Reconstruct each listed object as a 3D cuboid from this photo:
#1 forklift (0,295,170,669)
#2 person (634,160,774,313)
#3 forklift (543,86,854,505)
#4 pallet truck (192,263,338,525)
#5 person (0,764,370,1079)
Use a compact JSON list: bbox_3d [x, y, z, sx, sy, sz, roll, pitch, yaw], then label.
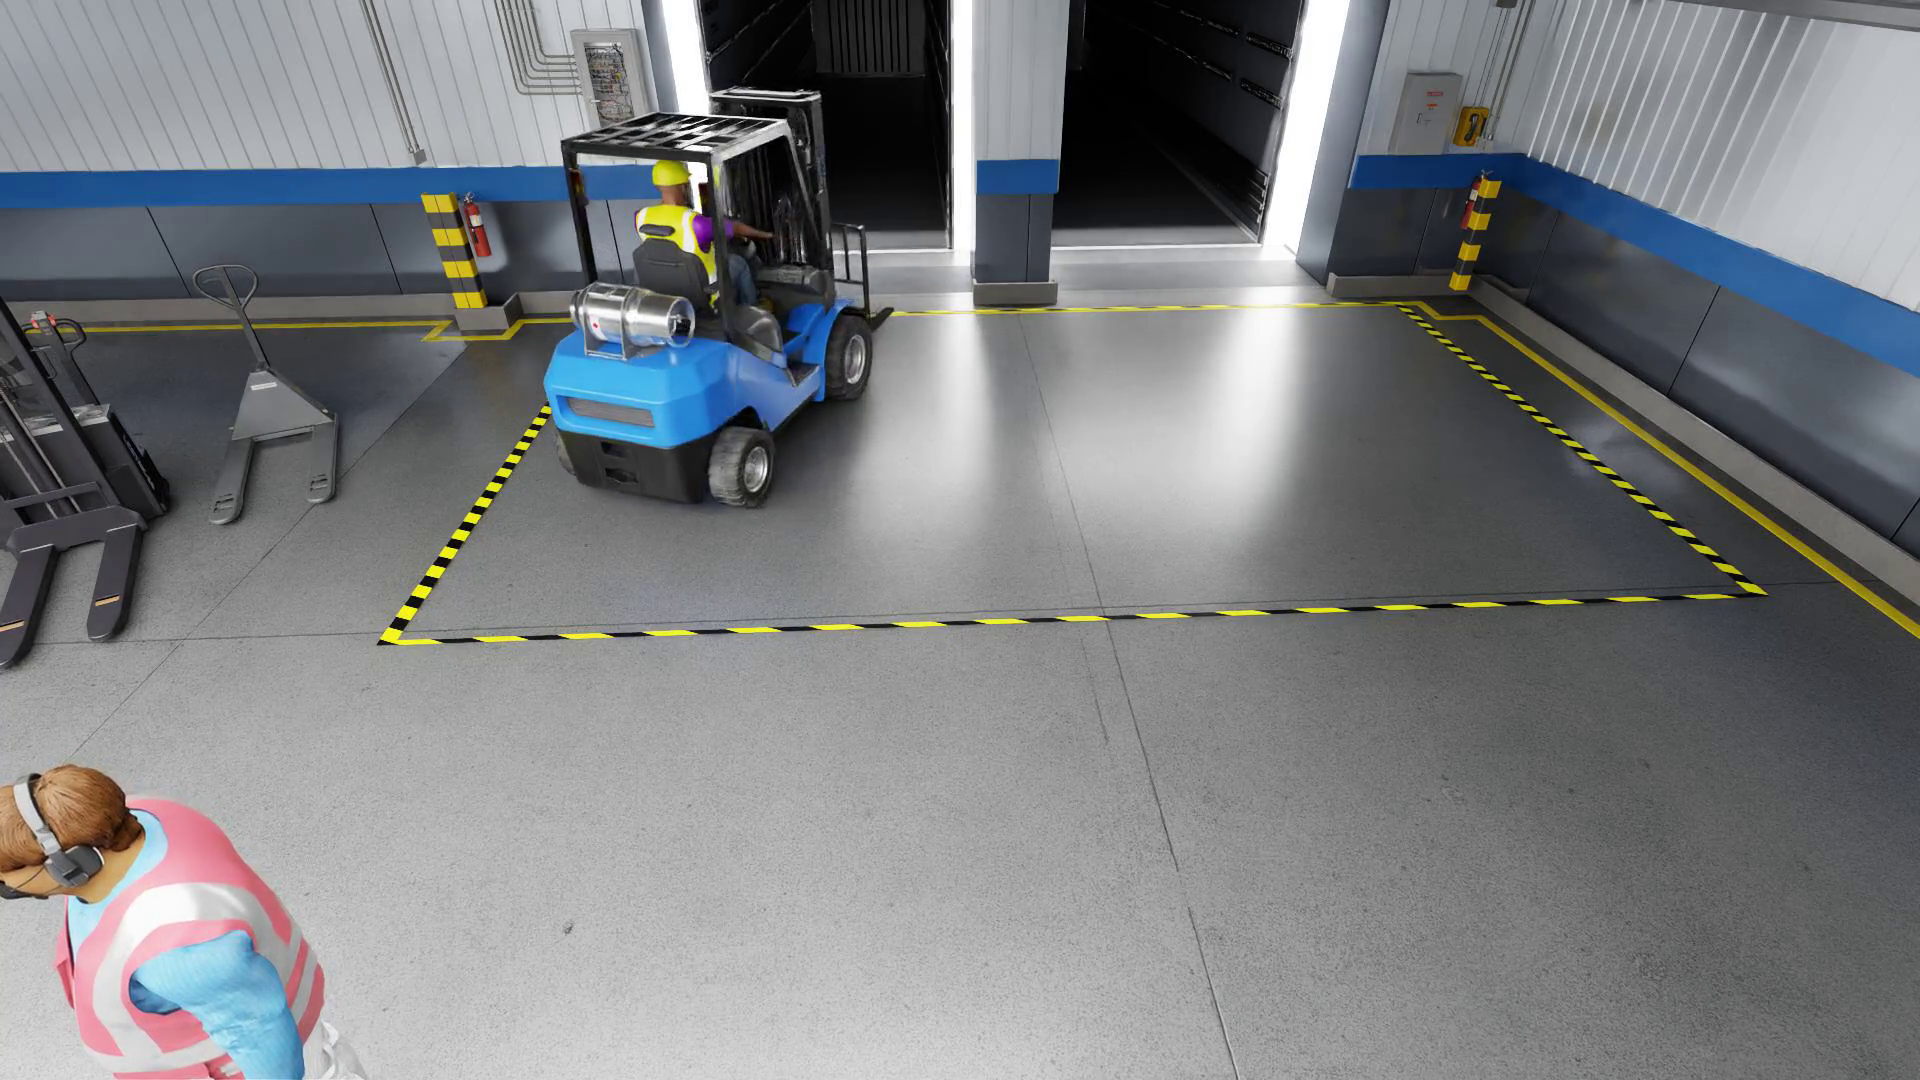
[{"bbox_3d":[-5.212,-0.618,4.878,0.823,1.965,1.885,-20,39,-26],"label":"forklift"},{"bbox_3d":[-1.648,-1.961,6.169,0.635,1.293,1.004,11,36,15],"label":"person"},{"bbox_3d":[-1.674,-1.776,6.231,1.157,2.036,2.680,11,36,15],"label":"forklift"},{"bbox_3d":[-4.778,-1.027,6.128,0.680,1.201,1.601,-17,38,-23],"label":"pallet truck"},{"bbox_3d":[-1.854,1.239,2.344,0.632,1.841,0.429,27,43,33],"label":"person"}]
